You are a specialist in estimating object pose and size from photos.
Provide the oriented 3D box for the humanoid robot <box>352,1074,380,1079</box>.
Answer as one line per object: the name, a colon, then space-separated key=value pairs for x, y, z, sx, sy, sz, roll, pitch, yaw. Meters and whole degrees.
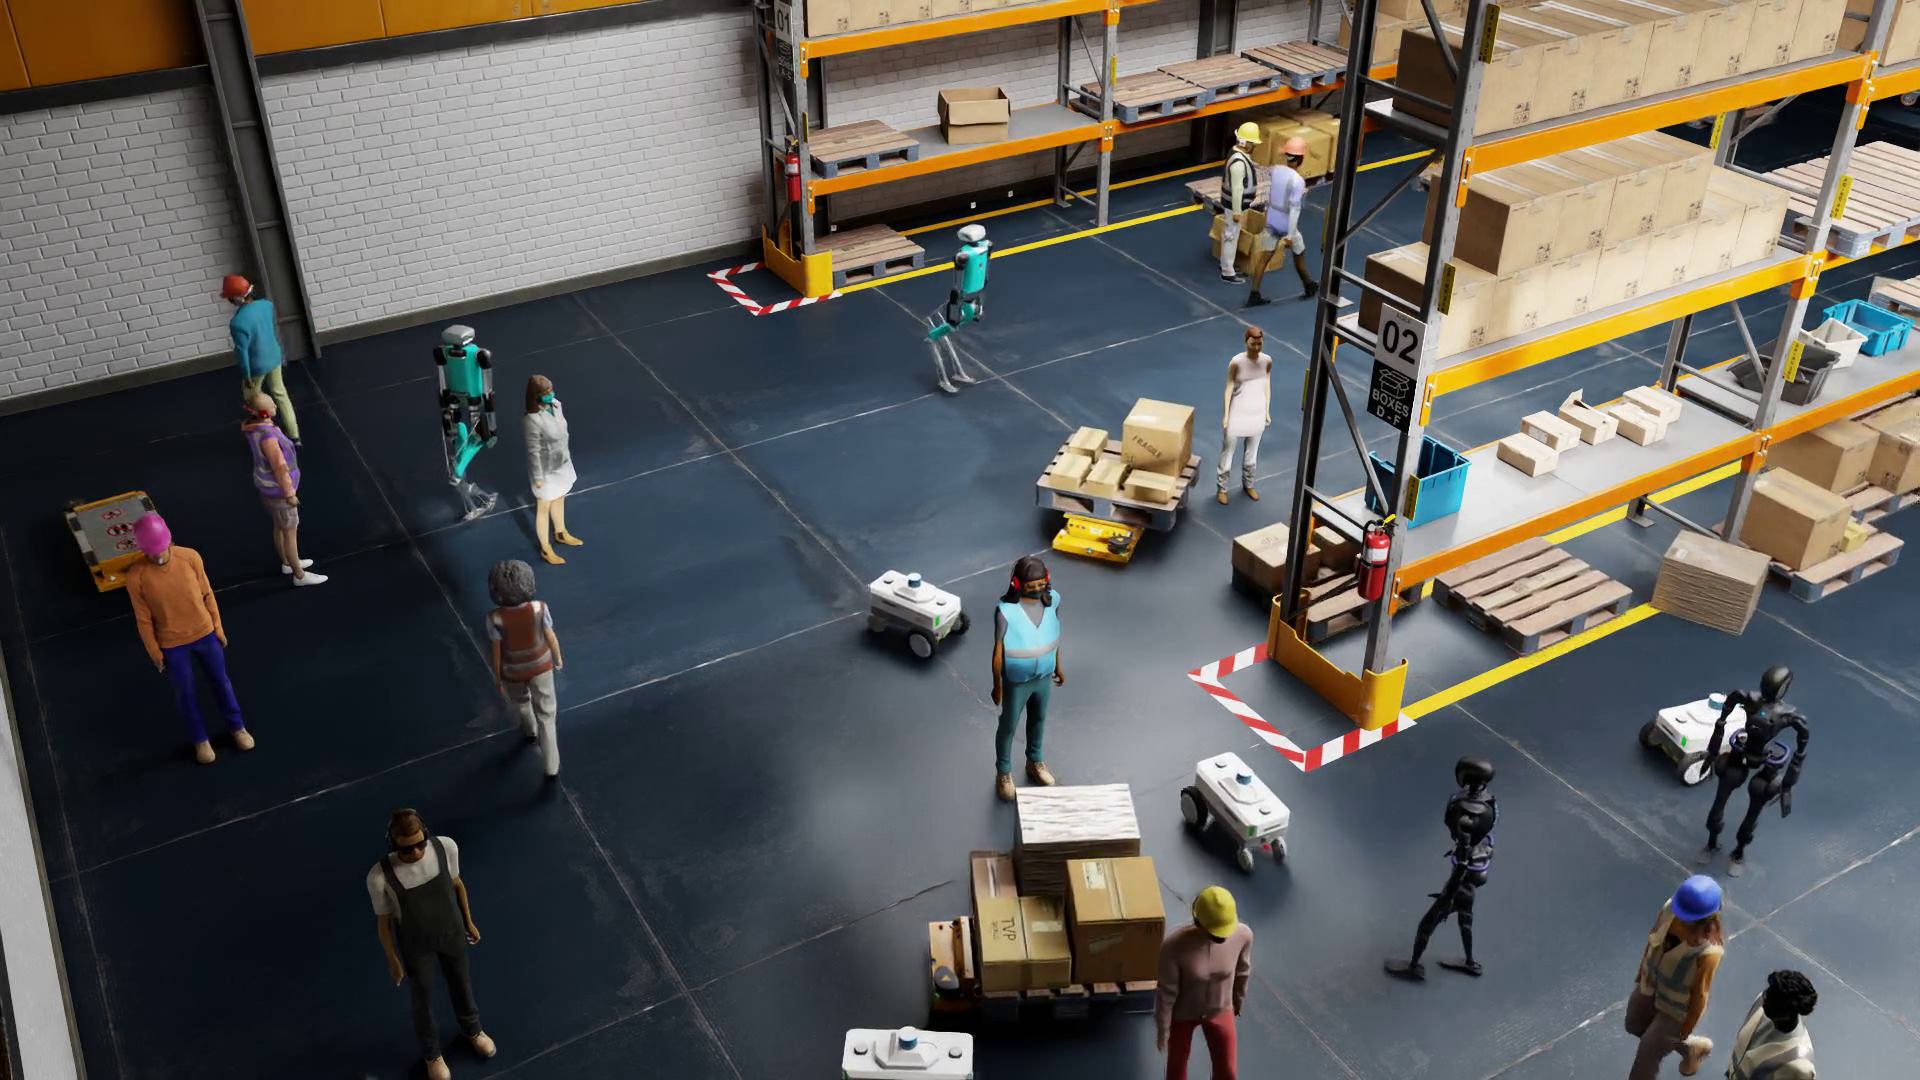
humanoid robot: x=-2.702 y=3.173 z=7.704 sx=0.614 sy=1.648 sz=0.466 roll=13 pitch=34 yaw=20

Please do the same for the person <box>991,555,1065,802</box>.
person: x=0.441 y=0.904 z=11.138 sx=0.539 sy=1.865 sz=0.375 roll=-16 pitch=35 yaw=-23

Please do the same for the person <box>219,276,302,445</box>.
person: x=-6.484 y=-1.662 z=15.360 sx=0.574 sy=1.719 sz=0.610 roll=12 pitch=34 yaw=18

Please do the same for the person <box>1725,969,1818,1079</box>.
person: x=3.977 y=2.787 z=8.302 sx=0.319 sy=1.691 sz=0.531 roll=1 pitch=32 yaw=2

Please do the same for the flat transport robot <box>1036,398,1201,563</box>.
flat transport robot: x=1.352 y=-0.281 z=14.531 sx=0.659 sy=0.231 sz=1.431 roll=12 pitch=34 yaw=18

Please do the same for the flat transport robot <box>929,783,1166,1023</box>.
flat transport robot: x=0.543 y=2.513 z=10.076 sx=1.431 sy=0.231 sz=0.659 roll=-2 pitch=32 yaw=-3

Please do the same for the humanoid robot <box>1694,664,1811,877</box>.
humanoid robot: x=4.993 y=1.437 z=10.480 sx=0.584 sy=1.645 sz=0.347 roll=26 pitch=40 yaw=35

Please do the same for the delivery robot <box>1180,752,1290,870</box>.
delivery robot: x=1.850 y=1.745 z=11.022 sx=0.499 sy=0.585 sz=0.765 roll=-14 pitch=35 yaw=-21

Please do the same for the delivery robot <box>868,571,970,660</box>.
delivery robot: x=-0.333 y=0.546 z=12.955 sx=0.796 sy=0.606 sz=0.499 roll=21 pitch=38 yaw=30

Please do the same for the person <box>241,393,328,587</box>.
person: x=-5.479 y=-0.411 z=13.397 sx=0.348 sy=1.694 sz=0.481 roll=-21 pitch=38 yaw=-30

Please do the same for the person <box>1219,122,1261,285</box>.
person: x=3.122 y=-3.796 z=18.678 sx=0.404 sy=1.819 sz=0.589 roll=4 pitch=32 yaw=6

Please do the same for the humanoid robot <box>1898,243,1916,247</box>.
humanoid robot: x=11.525 y=-4.264 z=19.580 sx=0.720 sy=1.629 sz=0.602 roll=-6 pitch=33 yaw=-9

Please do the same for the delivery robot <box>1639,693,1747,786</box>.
delivery robot: x=5.216 y=1.356 z=11.669 sx=0.791 sy=0.614 sz=0.499 roll=-9 pitch=33 yaw=-14

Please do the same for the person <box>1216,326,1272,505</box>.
person: x=2.492 y=-1.090 z=14.511 sx=0.440 sy=1.660 sz=0.285 roll=-7 pitch=33 yaw=-11

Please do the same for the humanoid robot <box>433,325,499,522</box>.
humanoid robot: x=-4.246 y=-0.881 z=14.116 sx=0.560 sy=1.751 sz=0.920 roll=9 pitch=33 yaw=14

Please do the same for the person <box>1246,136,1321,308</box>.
person: x=3.602 y=-3.471 z=18.110 sx=1.017 sy=1.876 sz=0.554 roll=-18 pitch=36 yaw=-26

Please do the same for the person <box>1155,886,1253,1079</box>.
person: x=1.274 y=2.524 z=8.663 sx=0.542 sy=1.751 sz=0.573 roll=-5 pitch=32 yaw=-7

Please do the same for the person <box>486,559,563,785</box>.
person: x=-2.953 y=0.876 z=11.382 sx=0.455 sy=1.649 sz=0.850 roll=-9 pitch=33 yaw=-14

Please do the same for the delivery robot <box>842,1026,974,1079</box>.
delivery robot: x=-0.299 y=2.916 z=9.153 sx=0.762 sy=0.582 sz=0.499 roll=1 pitch=32 yaw=2

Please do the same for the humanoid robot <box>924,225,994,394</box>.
humanoid robot: x=-0.069 y=-2.297 z=16.305 sx=0.737 sy=1.727 sz=0.530 roll=22 pitch=38 yaw=30

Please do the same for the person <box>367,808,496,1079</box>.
person: x=-2.892 y=2.192 z=9.104 sx=0.512 sy=1.844 sz=0.334 roll=-25 pitch=40 yaw=-34

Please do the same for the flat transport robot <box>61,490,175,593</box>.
flat transport robot: x=-7.134 y=-0.033 z=14.136 sx=0.659 sy=0.231 sz=1.431 roll=-20 pitch=37 yaw=-29

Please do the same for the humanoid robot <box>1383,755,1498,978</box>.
humanoid robot: x=2.900 y=1.906 z=9.722 sx=0.572 sy=1.643 sz=0.608 roll=12 pitch=34 yaw=19

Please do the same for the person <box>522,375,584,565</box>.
person: x=-3.370 y=-0.602 z=13.731 sx=0.340 sy=1.659 sz=0.488 roll=11 pitch=34 yaw=17

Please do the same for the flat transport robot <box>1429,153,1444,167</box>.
flat transport robot: x=6.902 y=-4.813 z=21.760 sx=0.659 sy=0.231 sz=1.431 roll=-19 pitch=37 yaw=-27

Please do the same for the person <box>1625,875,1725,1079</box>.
person: x=3.840 y=2.406 z=8.854 sx=0.650 sy=1.756 sz=0.453 roll=-7 pitch=33 yaw=-12

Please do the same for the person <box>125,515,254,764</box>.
person: x=-5.330 y=0.663 z=11.429 sx=0.517 sy=1.973 sz=0.400 roll=-23 pitch=39 yaw=-32
